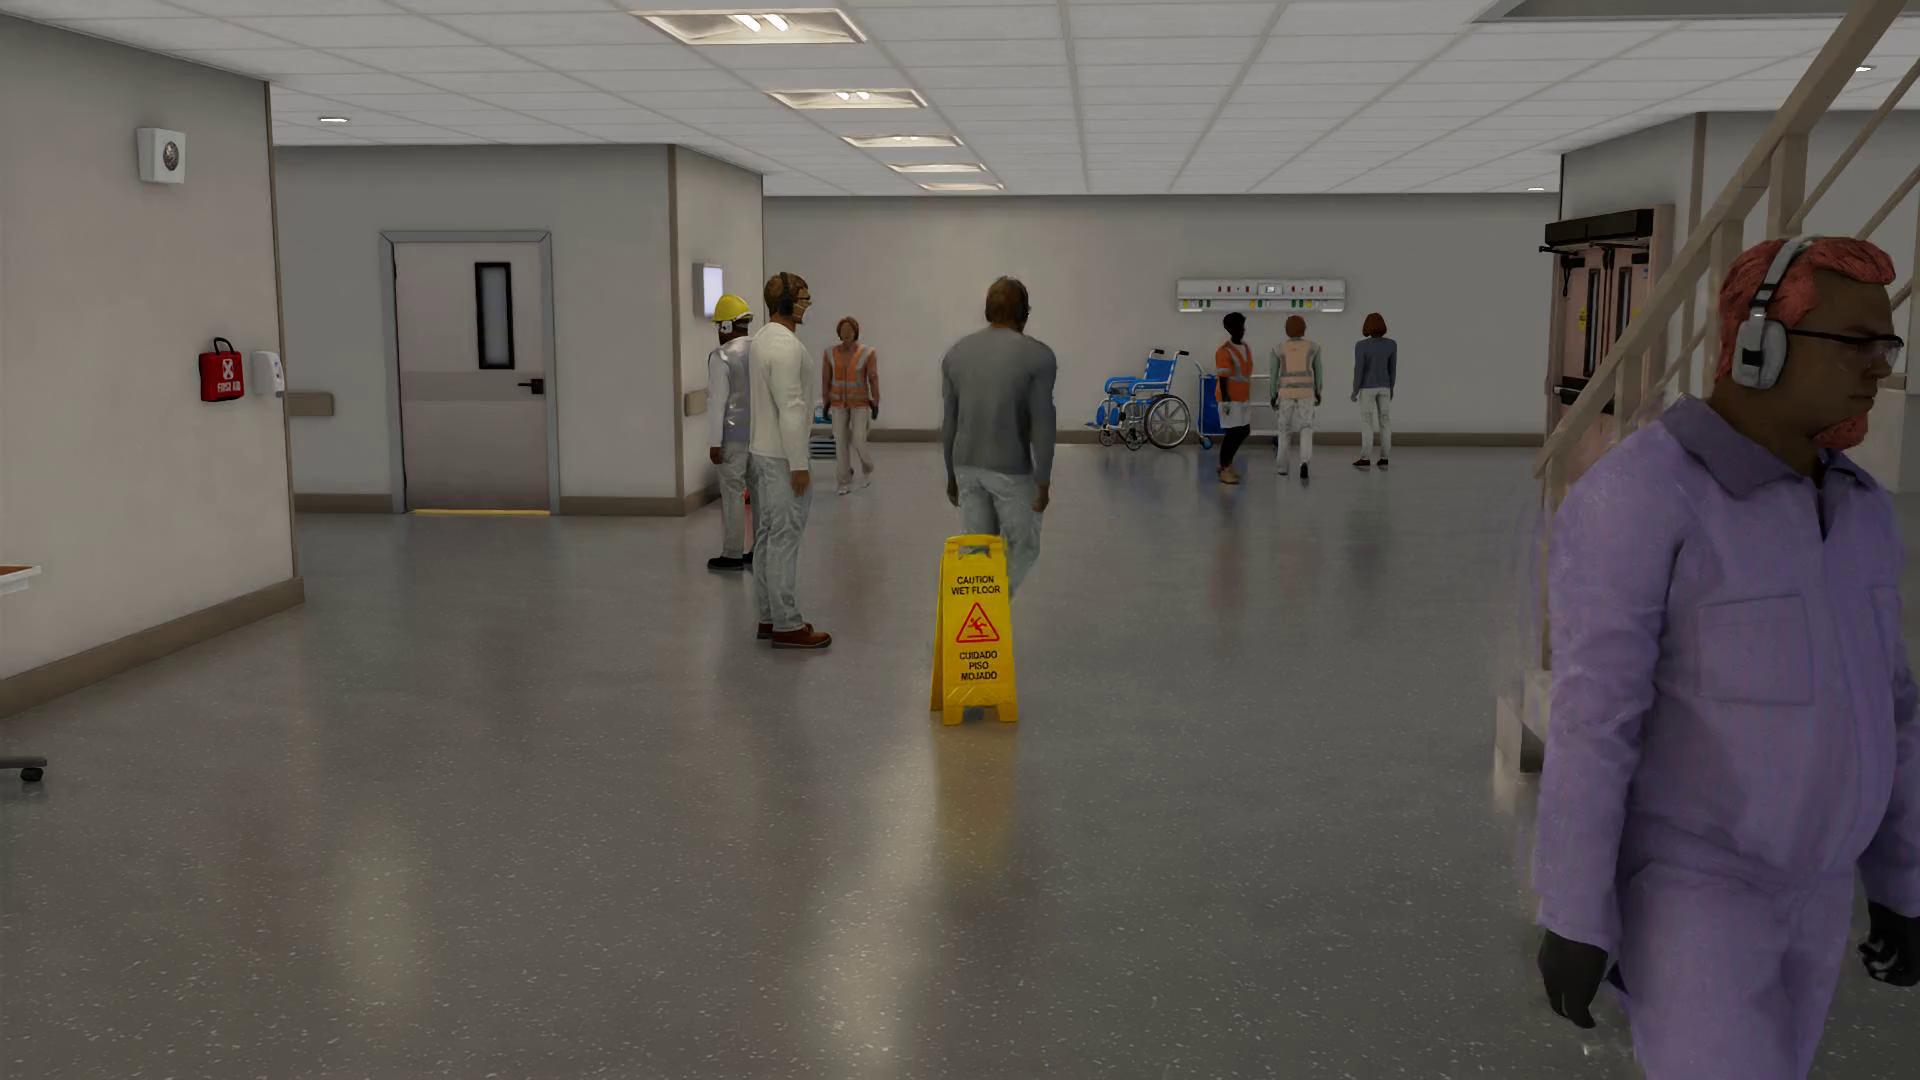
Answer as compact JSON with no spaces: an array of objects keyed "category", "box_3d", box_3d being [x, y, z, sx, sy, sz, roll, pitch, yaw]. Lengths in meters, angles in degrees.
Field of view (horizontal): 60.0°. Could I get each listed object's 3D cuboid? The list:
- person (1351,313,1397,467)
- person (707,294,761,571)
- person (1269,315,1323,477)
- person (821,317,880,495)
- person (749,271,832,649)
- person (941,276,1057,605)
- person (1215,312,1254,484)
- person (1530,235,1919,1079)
[{"category":"person","box_3d":[4.375,-1.581,17.592,0.498,1.632,0.285,-3,9,-17]},{"category":"person","box_3d":[-1.463,-0.705,11.007,0.403,1.824,0.590,6,10,35]},{"category":"person","box_3d":[3.354,-1.433,16.621,0.528,1.622,0.589,2,9,12]},{"category":"person","box_3d":[-0.990,-1.221,15.156,0.527,1.626,0.397,2,9,13]},{"category":"person","box_3d":[-0.903,-0.412,8.607,0.372,1.940,0.627,-3,9,-19]},{"category":"person","box_3d":[0.153,-0.318,8.077,0.640,1.916,0.596,5,10,29]},{"category":"person","box_3d":[2.601,-1.364,16.023,0.441,1.660,0.633,6,11,38]},{"category":"person","box_3d":[1.187,0.518,2.413,0.681,1.893,0.511,-5,10,-30]}]
